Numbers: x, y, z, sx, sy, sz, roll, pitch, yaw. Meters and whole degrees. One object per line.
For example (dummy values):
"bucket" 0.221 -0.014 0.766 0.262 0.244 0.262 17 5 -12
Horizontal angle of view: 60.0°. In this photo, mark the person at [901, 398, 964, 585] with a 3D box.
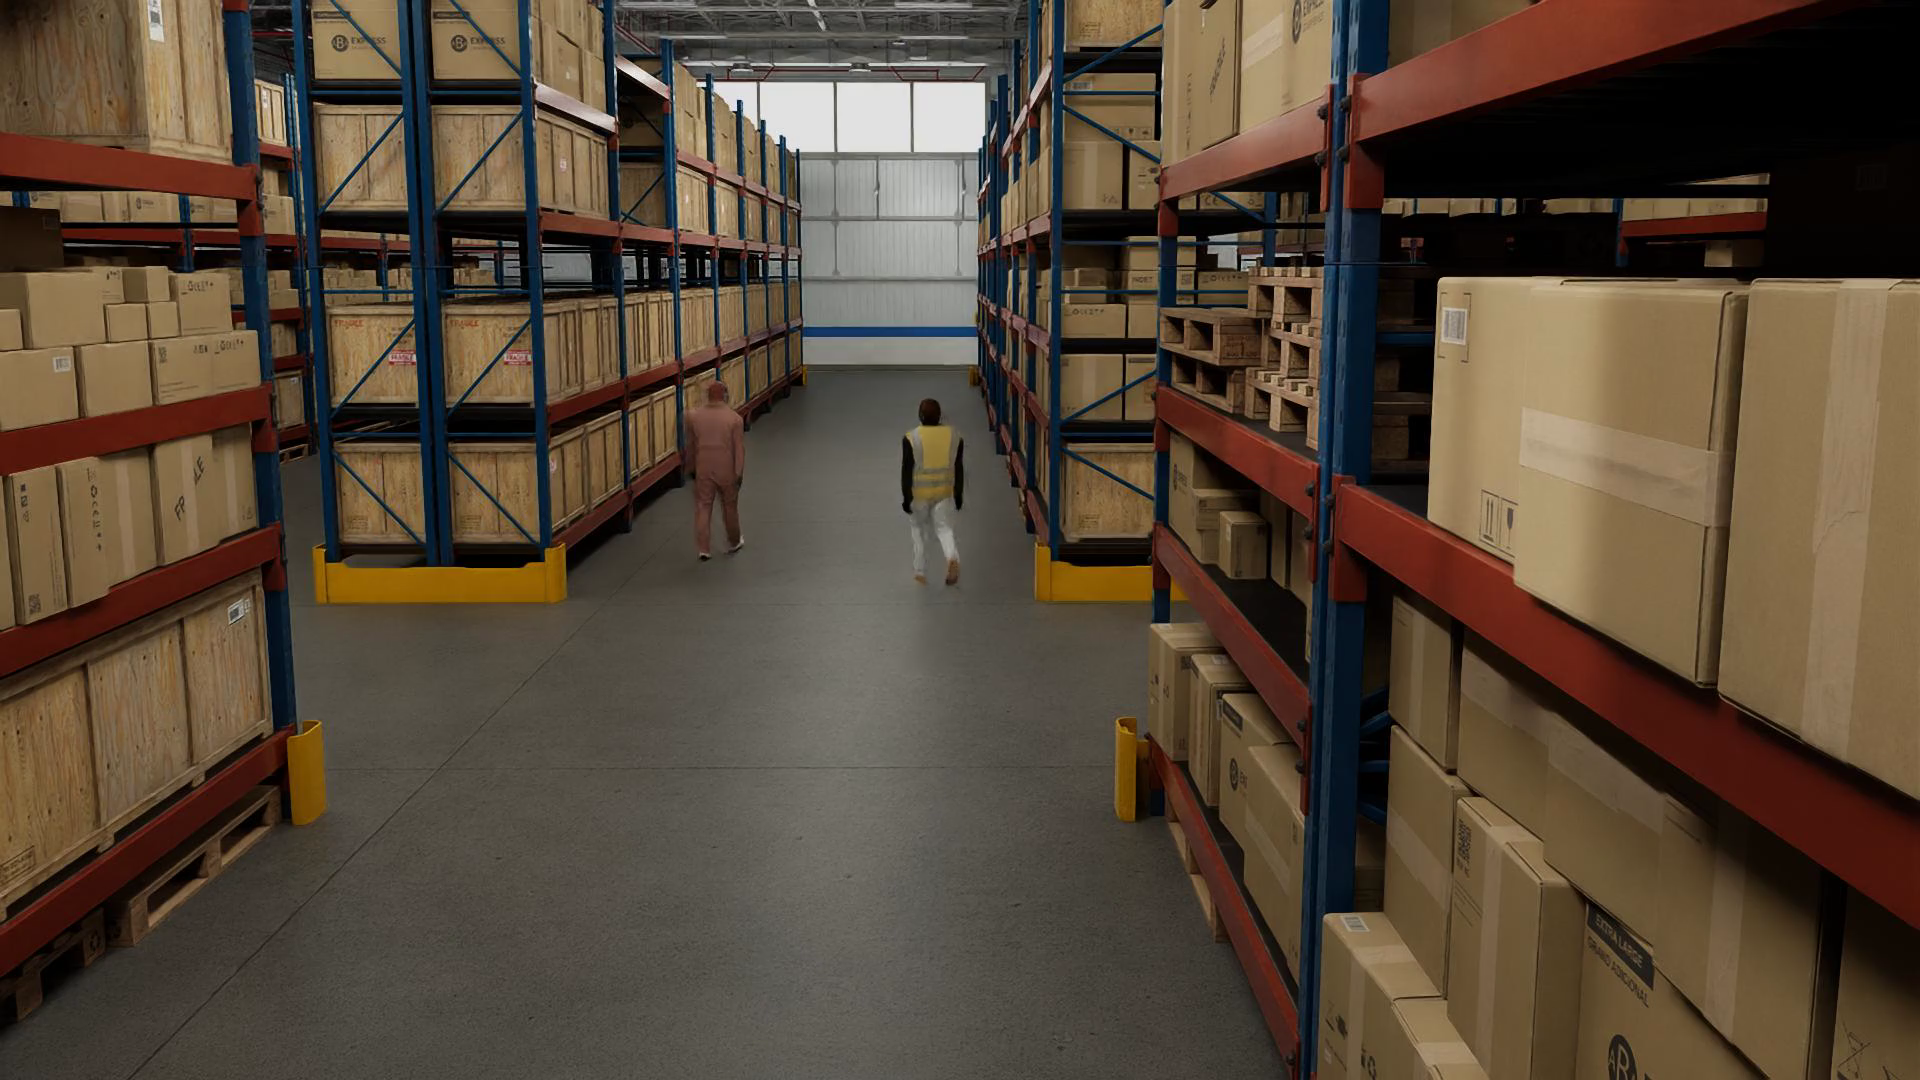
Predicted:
"person" -0.247 -0.441 15.838 0.626 1.815 0.731 -3 10 -19

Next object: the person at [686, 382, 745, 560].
"person" -2.568 -0.737 17.519 0.656 1.853 0.994 1 9 7
